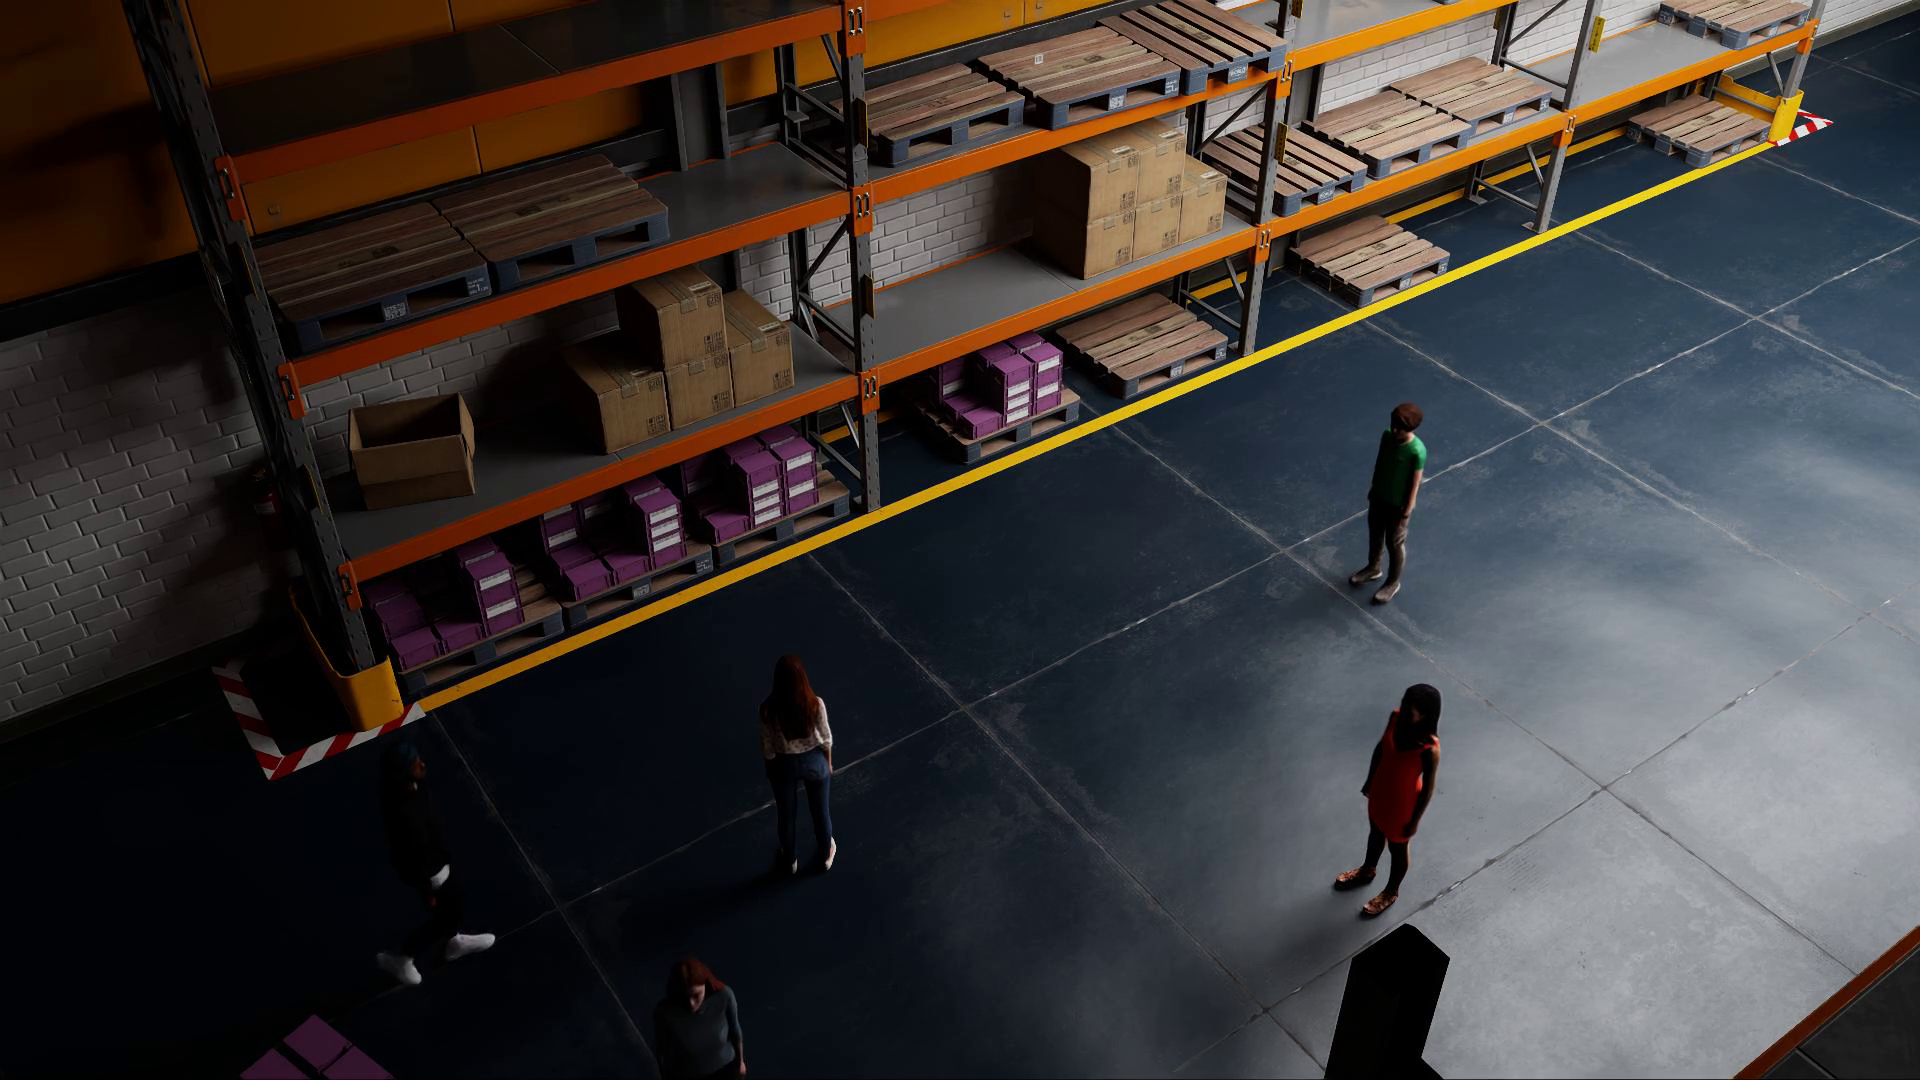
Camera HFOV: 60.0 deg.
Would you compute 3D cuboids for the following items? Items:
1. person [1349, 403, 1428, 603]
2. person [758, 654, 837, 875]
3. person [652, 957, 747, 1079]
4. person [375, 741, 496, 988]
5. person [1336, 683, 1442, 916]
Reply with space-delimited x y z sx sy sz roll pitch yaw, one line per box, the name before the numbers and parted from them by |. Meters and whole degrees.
person | 3.129 -0.306 11.938 0.561 1.645 0.593 -18 42 -21
person | -0.953 1.327 9.827 0.600 1.728 0.713 -4 39 -5
person | -1.286 2.579 8.261 1.019 1.726 0.866 -10 40 -12
person | -3.036 1.799 9.177 0.933 1.802 0.757 -17 42 -20
person | 2.533 1.484 9.637 0.552 1.719 0.616 -18 42 -21
